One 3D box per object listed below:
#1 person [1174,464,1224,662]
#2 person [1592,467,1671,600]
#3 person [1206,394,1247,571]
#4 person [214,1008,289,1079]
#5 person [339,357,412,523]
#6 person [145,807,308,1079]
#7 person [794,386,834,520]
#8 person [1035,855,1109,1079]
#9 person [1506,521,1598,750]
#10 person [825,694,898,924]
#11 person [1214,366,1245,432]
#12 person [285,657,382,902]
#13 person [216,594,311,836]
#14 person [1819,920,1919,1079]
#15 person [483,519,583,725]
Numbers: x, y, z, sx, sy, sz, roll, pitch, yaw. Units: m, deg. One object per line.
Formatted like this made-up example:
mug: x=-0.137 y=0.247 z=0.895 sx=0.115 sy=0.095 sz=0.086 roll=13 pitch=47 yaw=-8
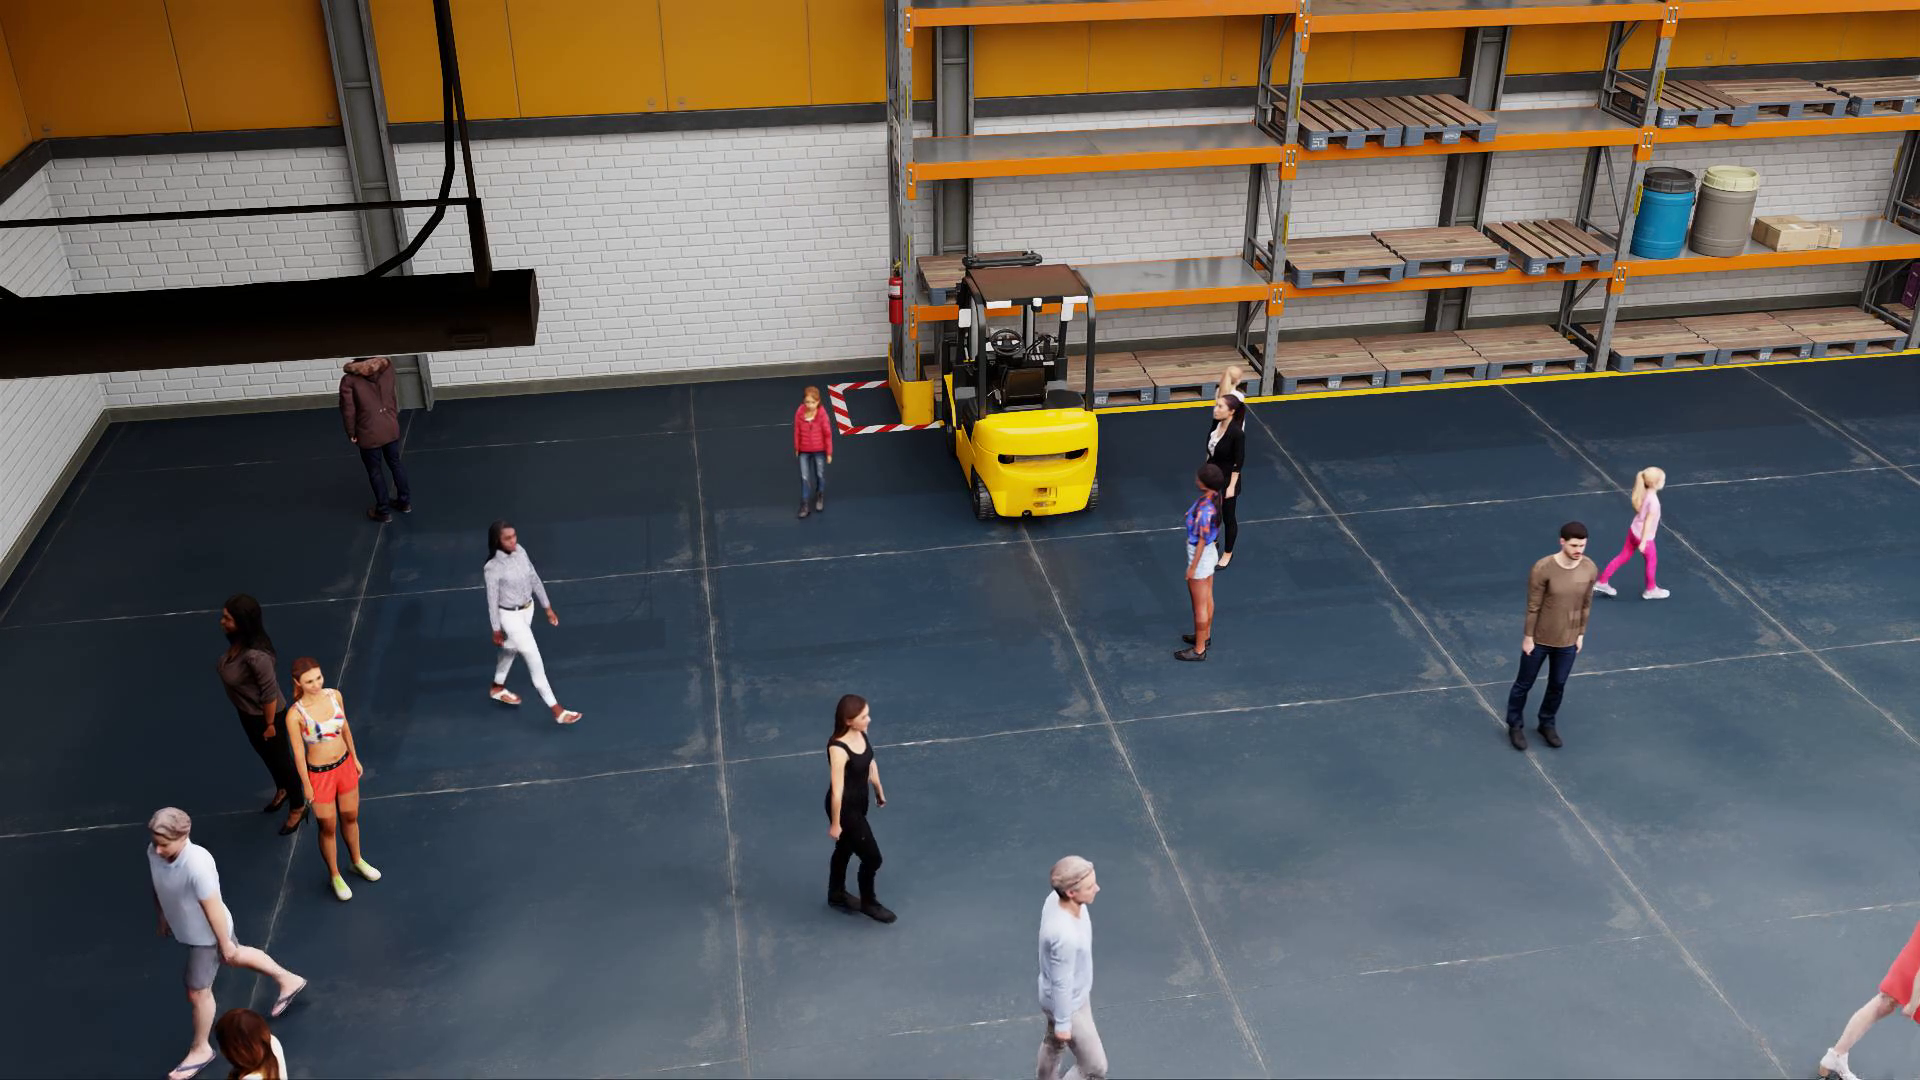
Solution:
person: x=1.958 y=0.166 z=13.406 sx=0.676 sy=1.750 sz=0.667 roll=10 pitch=30 yaw=18
person: x=5.802 y=-0.046 z=14.319 sx=0.923 sy=1.246 sz=0.592 roll=0 pitch=29 yaw=0
person: x=2.344 y=-0.538 z=14.788 sx=0.657 sy=1.662 sz=0.666 roll=-15 pitch=32 yaw=-25
person: x=-3.357 y=2.988 z=8.198 sx=0.590 sy=1.782 sz=0.635 roll=1 pitch=29 yaw=2
person: x=-5.460 y=-1.064 z=15.563 sx=0.918 sy=1.843 sz=0.850 roll=20 pitch=34 yaw=32
person: x=-4.289 y=2.205 z=9.624 sx=1.119 sy=1.791 sz=1.228 roll=22 pitch=35 yaw=34
person: x=-1.382 y=-0.872 z=15.779 sx=0.757 sy=1.298 sz=0.705 roll=3 pitch=29 yaw=5
person: x=0.489 y=2.480 z=9.021 sx=0.738 sy=1.885 sz=0.758 roll=3 pitch=29 yaw=6
person: x=4.381 y=0.686 z=12.308 sx=0.530 sy=1.887 sz=0.723 roll=-2 pitch=29 yaw=-4
person: x=-0.779 y=1.705 z=10.663 sx=0.864 sy=1.673 sz=0.785 roll=8 pitch=30 yaw=14
person: x=2.593 y=-1.097 z=16.214 sx=0.586 sy=1.277 sz=0.636 roll=24 pitch=36 yaw=36
person: x=-4.122 y=1.525 z=10.871 sx=0.738 sy=1.791 sz=0.676 roll=19 pitch=34 yaw=31
person: x=-4.791 y=1.180 z=11.451 sx=0.747 sy=1.841 sz=0.740 roll=-20 pitch=34 yaw=-32
person: x=5.232 y=2.422 z=9.234 sx=1.192 sy=1.784 sz=1.029 roll=12 pitch=31 yaw=21
person: x=-3.447 y=0.601 z=12.687 sx=1.225 sy=1.675 sz=1.031 roll=12 pitch=31 yaw=20
